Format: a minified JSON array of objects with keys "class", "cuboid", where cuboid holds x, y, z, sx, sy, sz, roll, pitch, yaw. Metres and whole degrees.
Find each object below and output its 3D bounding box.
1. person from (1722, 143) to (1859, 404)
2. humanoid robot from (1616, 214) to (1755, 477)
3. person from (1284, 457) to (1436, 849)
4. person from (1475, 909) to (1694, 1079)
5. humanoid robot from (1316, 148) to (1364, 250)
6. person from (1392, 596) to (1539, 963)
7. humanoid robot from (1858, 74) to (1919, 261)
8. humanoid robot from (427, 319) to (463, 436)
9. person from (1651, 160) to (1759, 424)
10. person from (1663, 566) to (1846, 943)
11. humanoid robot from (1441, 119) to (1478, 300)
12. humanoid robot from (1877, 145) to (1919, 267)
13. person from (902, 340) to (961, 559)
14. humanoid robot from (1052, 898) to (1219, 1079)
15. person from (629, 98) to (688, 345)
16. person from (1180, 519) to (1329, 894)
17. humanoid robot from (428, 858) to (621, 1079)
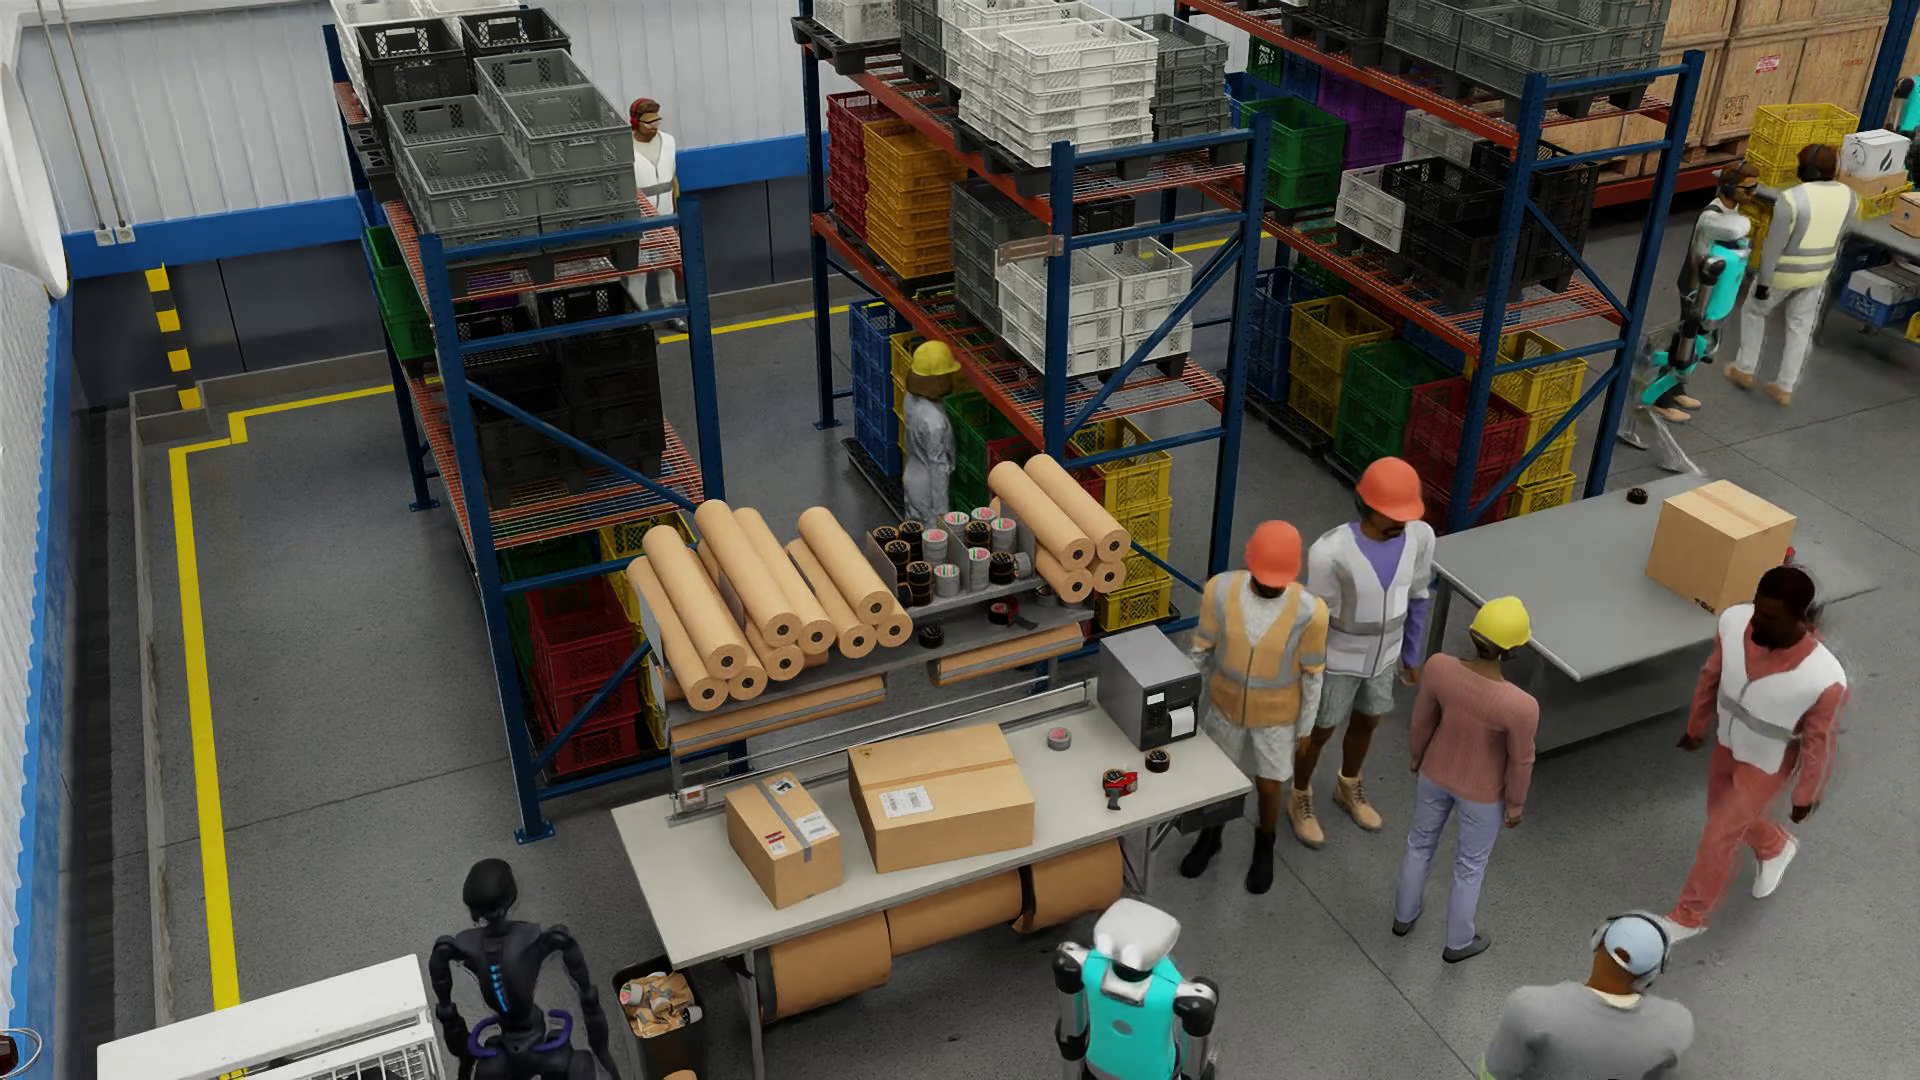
[{"class":"person","cuboid":[5.723,-1.853,11.487,0.654,1.821,0.640,-3,32,-5]},{"class":"humanoid robot","cuboid":[4.563,-1.284,10.659,0.567,1.751,0.979,-26,40,-36]},{"class":"person","cuboid":[1.800,0.525,7.439,0.609,2.035,0.406,-10,33,-16]},{"class":"person","cuboid":[1.950,1.895,5.428,0.612,1.819,0.435,1,32,1]},{"class":"humanoid robot","cuboid":[2.955,-2.883,13.270,0.609,1.760,0.939,0,32,0]},{"class":"person","cuboid":[2.114,0.992,6.930,0.532,1.766,0.324,27,41,37]},{"class":"humanoid robot","cuboid":[7.746,-2.900,13.306,0.567,1.753,0.982,-3,32,-4]},{"class":"humanoid robot","cuboid":[-3.340,-1.425,10.937,0.357,1.649,0.599,3,32,6]},{"class":"person","cuboid":[5.003,-1.669,11.192,0.334,1.837,0.507,21,37,30]},{"class":"person","cuboid":[3.390,0.873,7.023,0.835,1.879,0.621,-11,33,-18]},{"class":"humanoid robot","cuboid":[3.725,-2.302,12.318,0.669,1.804,0.538,3,32,5]},{"class":"humanoid robot","cuboid":[7.263,-2.471,12.637,0.588,1.643,0.366,-13,34,-20]},{"class":"person","cuboid":[-0.151,-0.277,9.012,0.309,1.744,0.486,-10,33,-15]},{"class":"humanoid robot","cuboid":[0.651,1.816,5.667,0.540,1.838,0.735,14,34,22]},{"class":"person","cuboid":[-2.302,-2.374,12.336,0.388,1.835,0.563,27,41,37]},{"class":"person","cuboid":[1.253,0.727,7.215,0.576,1.927,0.395,15,35,22]},{"class":"humanoid robot","cuboid":[-1.471,1.777,5.744,0.589,1.633,0.541,-2,32,-4]}]
